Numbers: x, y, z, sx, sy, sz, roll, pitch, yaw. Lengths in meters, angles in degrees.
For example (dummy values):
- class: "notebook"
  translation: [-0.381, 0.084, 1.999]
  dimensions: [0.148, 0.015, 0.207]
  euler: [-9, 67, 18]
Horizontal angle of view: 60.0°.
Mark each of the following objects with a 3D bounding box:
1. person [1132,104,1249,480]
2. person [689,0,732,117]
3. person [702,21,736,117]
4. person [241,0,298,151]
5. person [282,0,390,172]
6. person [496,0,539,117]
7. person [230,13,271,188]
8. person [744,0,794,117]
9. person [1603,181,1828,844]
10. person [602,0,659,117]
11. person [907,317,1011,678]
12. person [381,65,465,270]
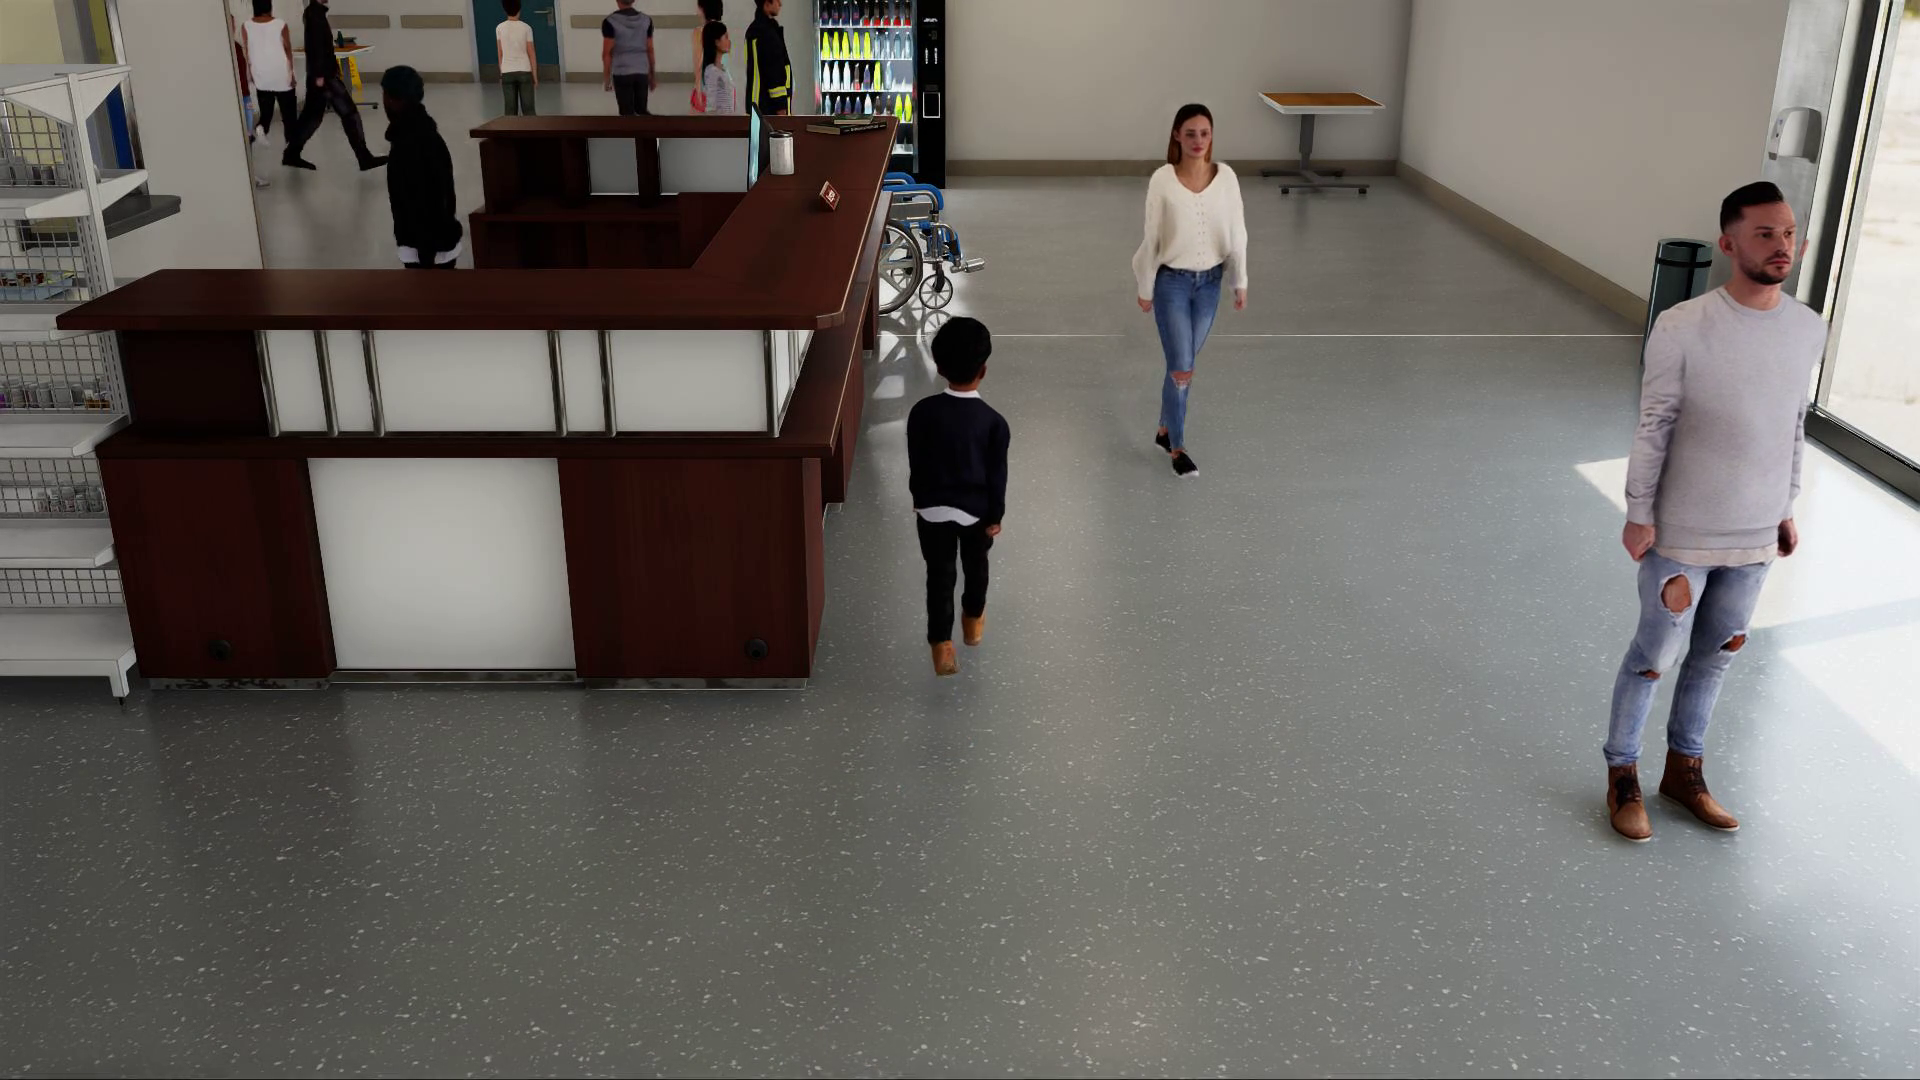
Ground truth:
- class: "person"
  translation: [1.026, -1.165, 7.739]
  dimensions: [0.892, 1.664, 0.816]
  euler: [-6, 21, -15]
- class: "person"
  translation: [-2.257, -4.193, 15.612]
  dimensions: [0.751, 1.751, 0.811]
  euler: [-18, 27, -40]
- class: "person"
  translation: [-1.913, -2.966, 12.467]
  dimensions: [1.167, 1.684, 0.668]
  euler: [-2, 21, -5]
- class: "person"
  translation: [-7.392, -4.990, 17.832]
  dimensions: [0.854, 1.669, 0.700]
  euler: [0, 21, 0]
- class: "person"
  translation: [-6.347, -4.528, 16.338]
  dimensions: [1.326, 1.863, 1.131]
  euler: [-12, 24, -29]
- class: "person"
  translation: [-4.728, -4.947, 17.744]
  dimensions: [0.473, 1.652, 0.622]
  euler: [-2, 21, -4]
- class: "person"
  translation: [-6.771, -4.085, 15.496]
  dimensions: [0.587, 1.632, 0.634]
  euler: [5, 21, 12]
- class: "person"
  translation: [-1.653, -3.763, 14.228]
  dimensions: [0.836, 1.928, 0.876]
  euler: [-9, 23, -22]
- class: "person"
  translation: [2.069, -0.067, 4.593]
  dimensions: [0.571, 1.840, 0.786]
  euler: [-4, 21, -10]
- class: "person"
  translation: [-3.241, -4.600, 16.605]
  dimensions: [0.898, 1.809, 0.954]
  euler: [-14, 25, -33]
- class: "person"
  translation: [-0.022, -0.123, 5.578]
  dimensions: [0.783, 1.208, 0.596]
  euler: [1, 21, 4]
- class: "person"
  translation: [-2.555, -1.375, 8.136]
  dimensions: [0.658, 1.777, 0.879]
  euler: [-7, 22, -19]
